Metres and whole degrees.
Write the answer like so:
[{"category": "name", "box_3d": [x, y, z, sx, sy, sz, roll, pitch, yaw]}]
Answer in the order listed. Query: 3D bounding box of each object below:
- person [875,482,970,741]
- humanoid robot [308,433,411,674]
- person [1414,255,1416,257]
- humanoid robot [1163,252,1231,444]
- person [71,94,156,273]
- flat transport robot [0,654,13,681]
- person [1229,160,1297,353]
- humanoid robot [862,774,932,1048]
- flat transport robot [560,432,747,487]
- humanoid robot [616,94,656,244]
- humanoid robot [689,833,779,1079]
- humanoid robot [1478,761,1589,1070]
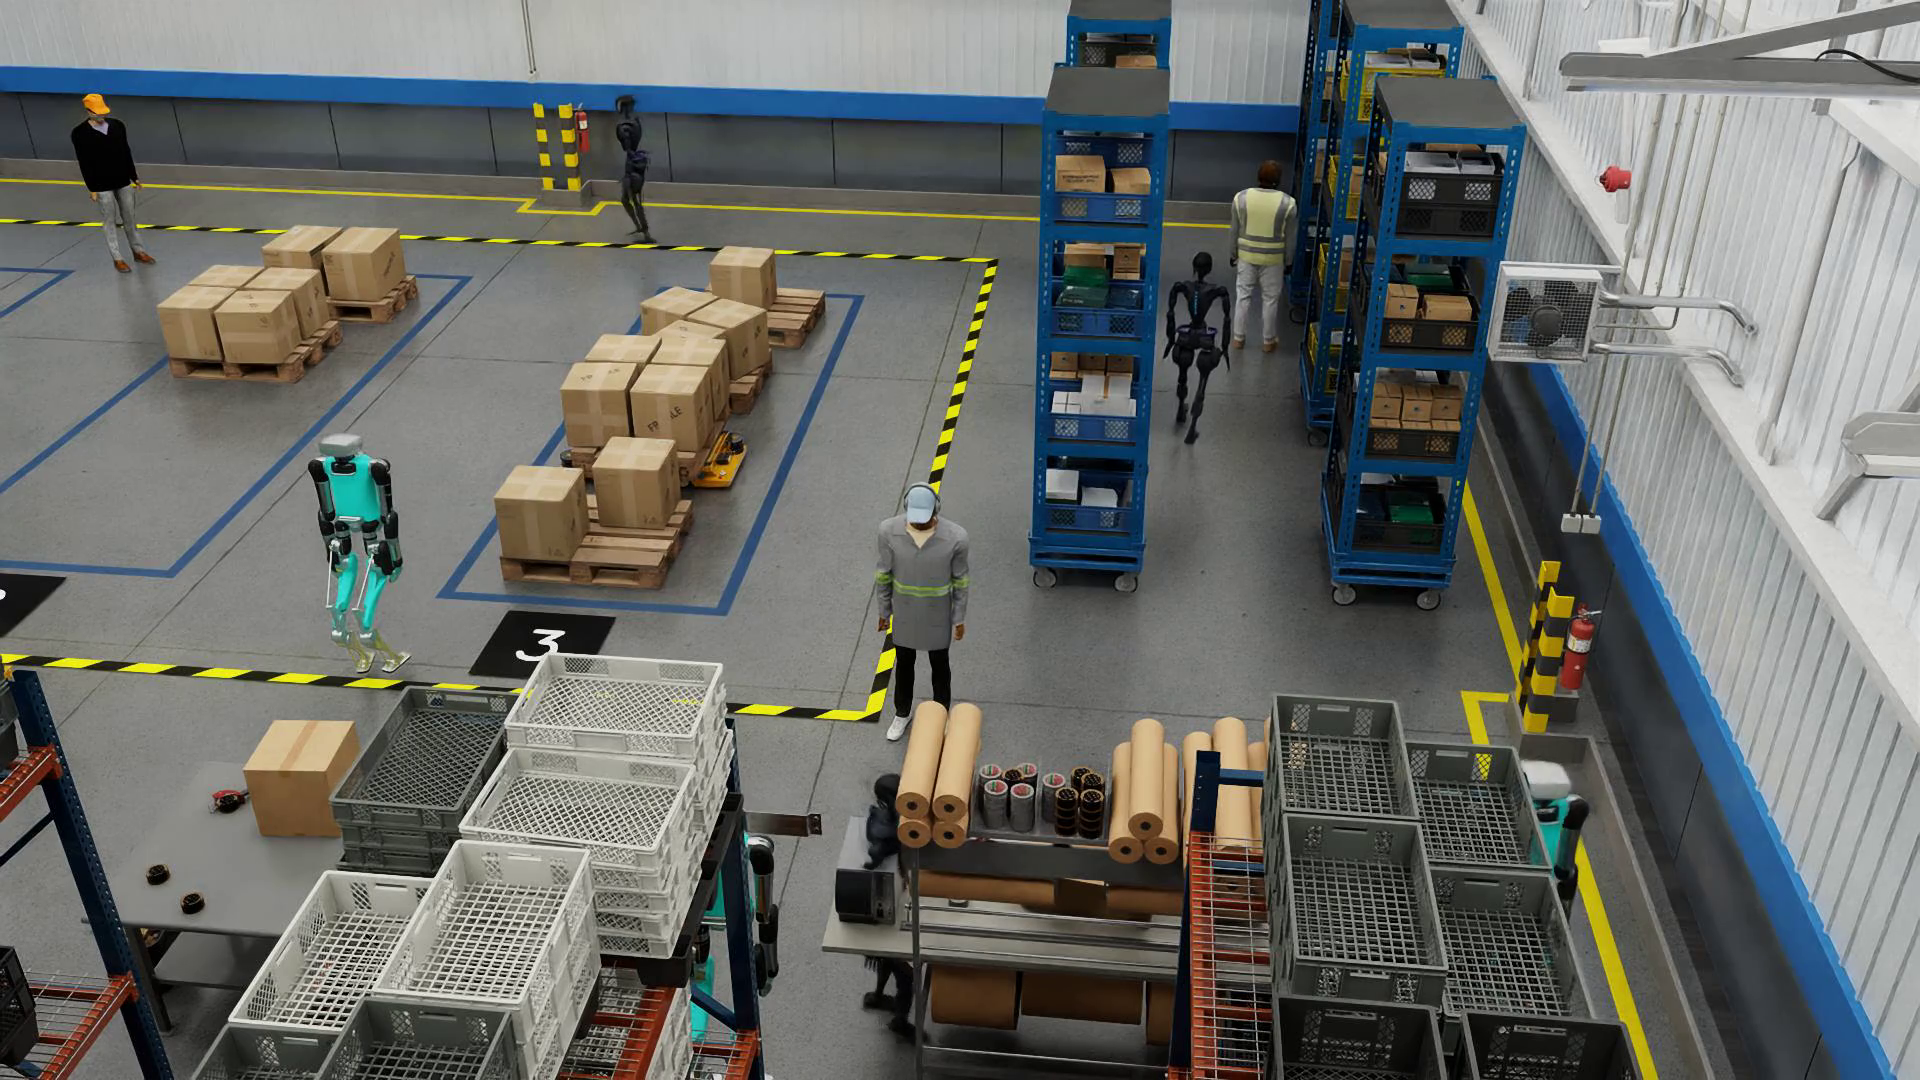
[{"category": "person", "box_3d": [-0.240, 0.452, 10.325, 0.587, 1.850, 0.388, 4, 30, 7]}, {"category": "humanoid robot", "box_3d": [-3.954, 0.170, 10.793, 0.533, 1.672, 0.735, 3, 30, 6]}, {"category": "person", "box_3d": [3.959, -2.639, 15.547, 0.628, 1.940, 0.378, 4, 30, 7]}, {"category": "humanoid robot", "box_3d": [2.034, -1.684, 14.179, 0.589, 1.638, 0.644, 10, 32, 16]}, {"category": "person", "box_3d": [-8.948, -3.779, 17.565, 0.377, 1.879, 0.584, 19, 35, 29]}, {"category": "flat transport robot", "box_3d": [-7.142, 0.969, 11.010, 1.431, 0.231, 0.659, 3, 30, 6]}, {"category": "person", "box_3d": [2.844, -2.670, 15.698, 0.625, 1.840, 0.430, 11, 32, 18]}, {"category": "humanoid robot", "box_3d": [-0.317, 1.784, 8.207, 0.474, 1.647, 0.605, 12, 32, 20]}, {"category": "flat transport robot", "box_3d": [-2.554, -0.707, 13.861, 1.431, 0.197, 0.652, 3, 30, 6]}, {"category": "humanoid robot", "box_3d": [-3.586, -4.051, 18.235, 0.362, 1.649, 0.597, -3, 30, -5]}, {"category": "humanoid robot", "box_3d": [-1.123, 2.028, 7.597, 0.533, 1.676, 0.735, 3, 30, 6]}, {"category": "humanoid robot", "box_3d": [2.721, 1.984, 7.815, 0.572, 1.778, 0.877, -6, 31, -11]}]
